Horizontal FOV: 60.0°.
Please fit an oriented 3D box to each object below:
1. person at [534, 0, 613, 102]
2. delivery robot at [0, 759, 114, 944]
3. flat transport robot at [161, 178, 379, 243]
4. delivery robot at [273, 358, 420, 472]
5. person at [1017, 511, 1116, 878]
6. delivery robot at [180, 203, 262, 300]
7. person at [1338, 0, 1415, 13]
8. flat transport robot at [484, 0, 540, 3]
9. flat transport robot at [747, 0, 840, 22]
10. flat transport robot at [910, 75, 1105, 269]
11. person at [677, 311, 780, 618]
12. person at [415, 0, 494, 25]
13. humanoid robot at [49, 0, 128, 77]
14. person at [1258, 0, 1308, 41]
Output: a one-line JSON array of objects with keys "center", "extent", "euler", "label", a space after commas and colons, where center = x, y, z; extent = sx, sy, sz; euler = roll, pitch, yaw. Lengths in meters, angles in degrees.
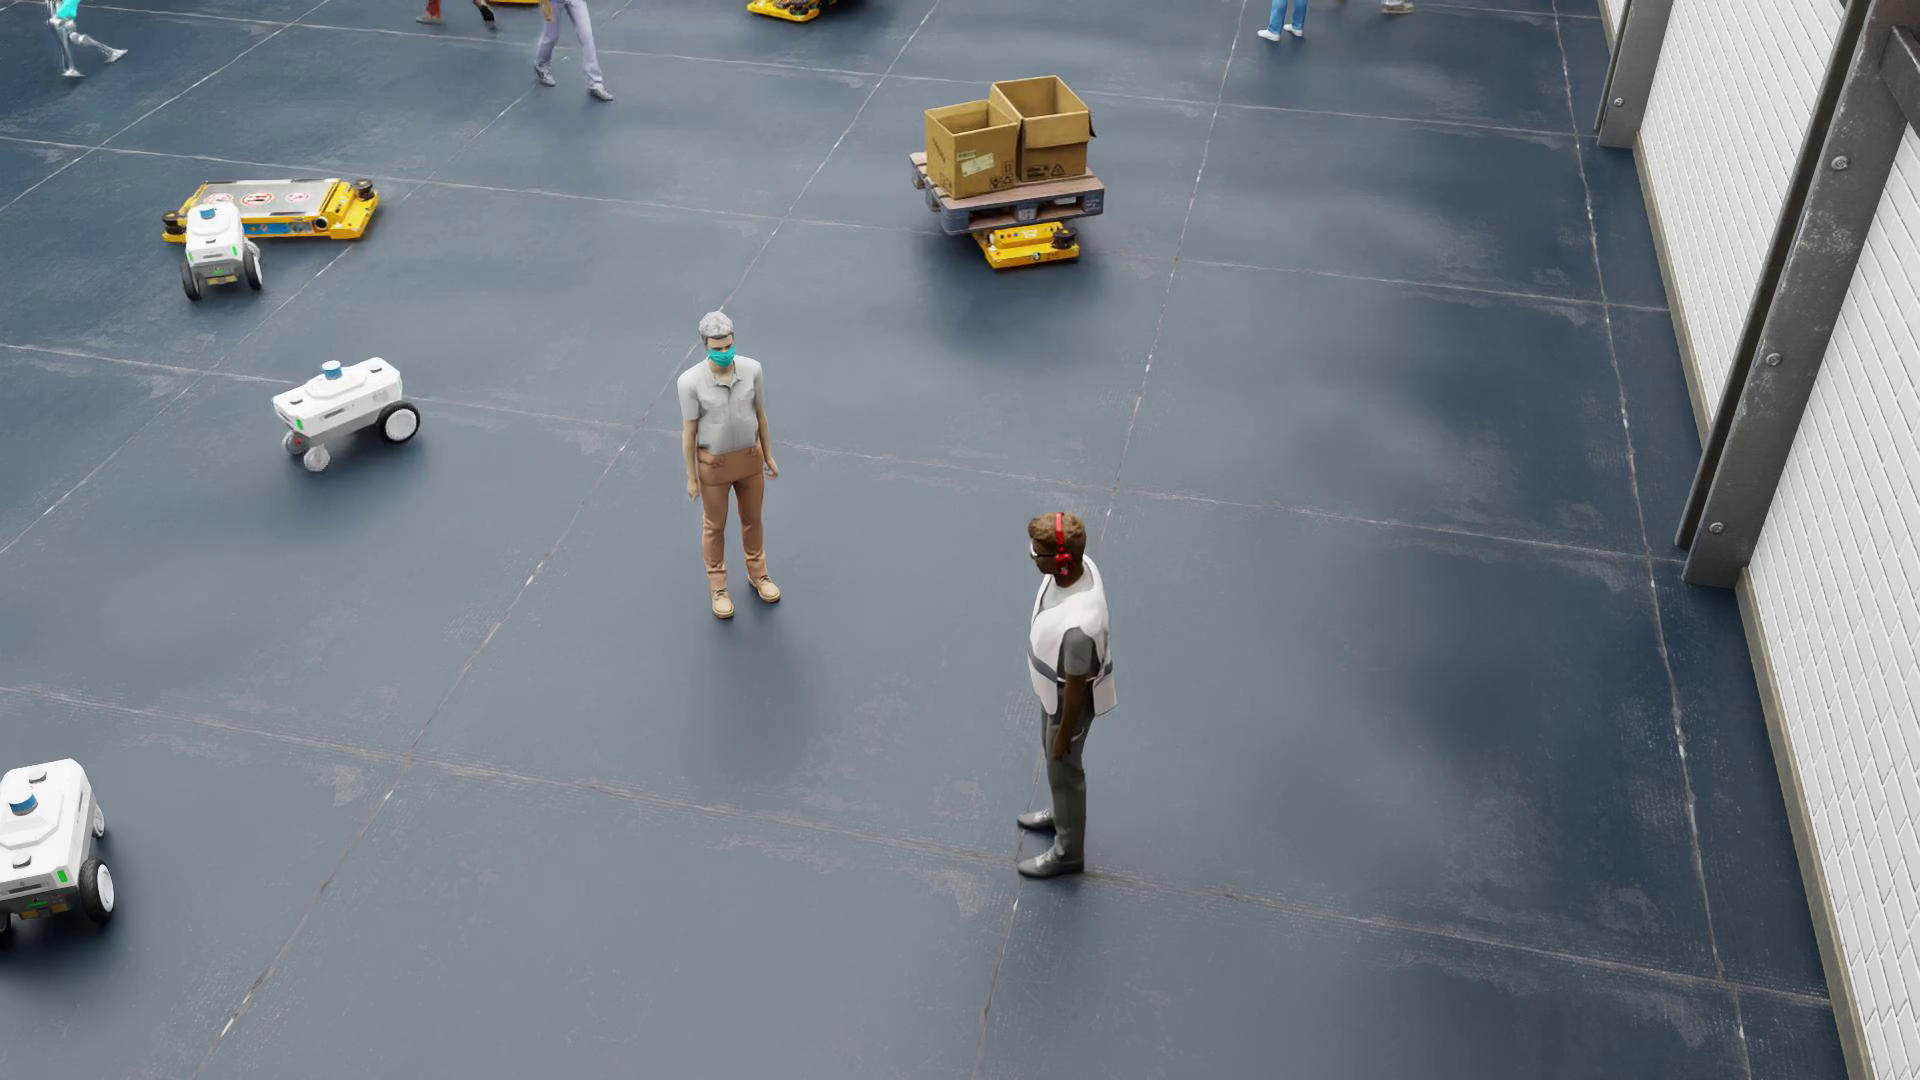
[{"center": [-3.432, -4.701, 14.221], "extent": [0.875, 1.812, 0.561], "euler": [30, 46, 34], "label": "person"}, {"center": [-3.976, 1.335, 7.202], "extent": [0.499, 0.606, 0.794], "euler": [-11, 38, -14], "label": "delivery robot"}, {"center": [-5.187, -2.477, 12.534], "extent": [1.431, 0.231, 0.659], "euler": [-2, 37, -3], "label": "flat transport robot"}, {"center": [-3.718, -0.803, 10.070], "extent": [0.815, 0.614, 0.499], "euler": [-30, 46, -34], "label": "delivery robot"}, {"center": [0.454, 0.653, 7.042], "extent": [0.398, 1.832, 0.570], "euler": [-2, 37, -2], "label": "person"}, {"center": [-5.241, -2.077, 11.752], "extent": [0.521, 0.585, 0.757], "euler": [-12, 38, -15], "label": "delivery robot"}, {"center": [4.058, -5.951, 15.856], "extent": [0.765, 1.866, 0.580], "euler": [-1, 37, -1], "label": "person"}, {"center": [-4.407, -5.803, 16.983], "extent": [0.659, 0.231, 1.431], "euler": [4, 37, 5], "label": "flat transport robot"}, {"center": [-1.444, -5.504, 16.584], "extent": [0.659, 0.231, 1.431], "euler": [19, 41, 24], "label": "flat transport robot"}, {"center": [0.352, -2.474, 12.530], "extent": [0.659, 0.231, 1.431], "euler": [-10, 38, -14], "label": "flat transport robot"}, {"center": [-1.175, -0.390, 8.504], "extent": [0.491, 1.746, 0.313], "euler": [-18, 40, -23], "label": "person"}, {"center": [-4.885, -5.723, 15.557], "extent": [0.696, 1.851, 0.583], "euler": [25, 44, 30], "label": "person"}, {"center": [-7.895, -4.862, 14.558], "extent": [0.530, 1.786, 1.039], "euler": [12, 38, 15], "label": "humanoid robot"}, {"center": [3.062, -5.502, 15.370], "extent": [0.487, 1.720, 0.379], "euler": [-19, 41, -24], "label": "person"}]
